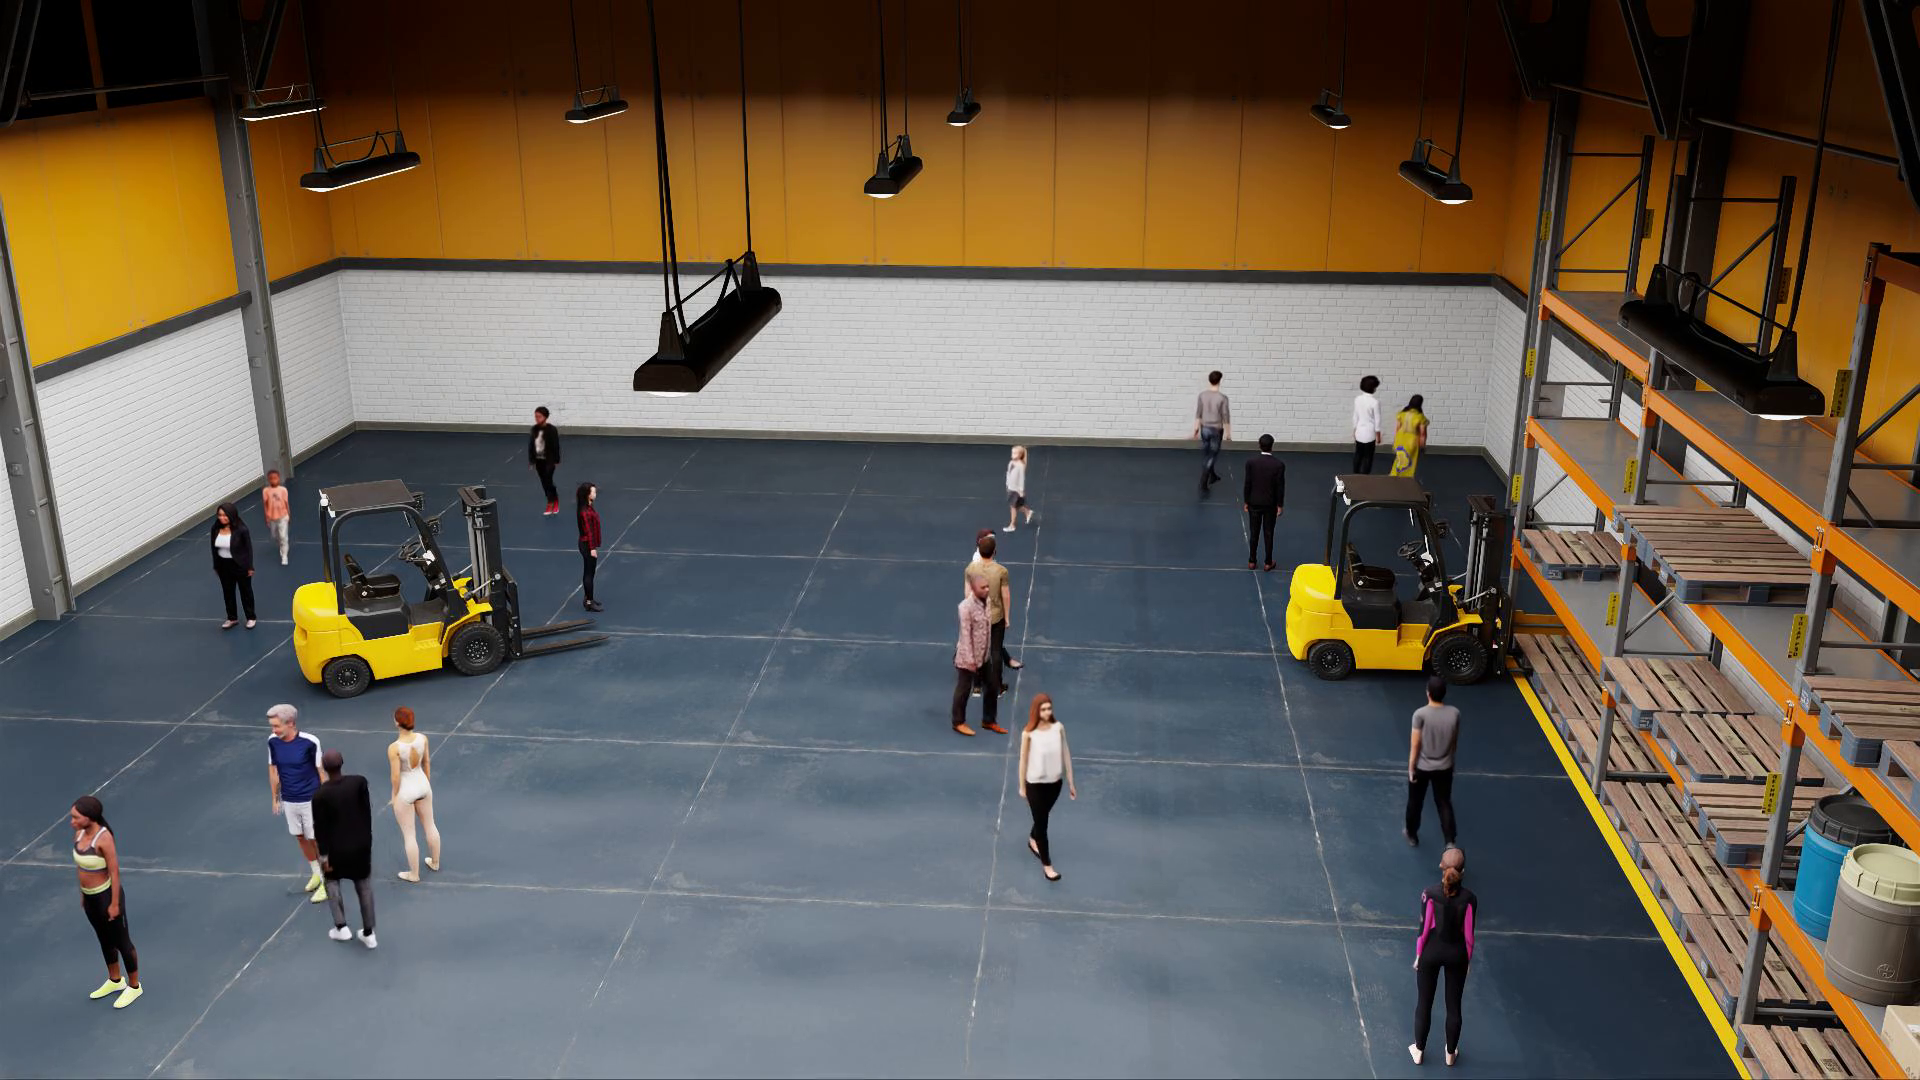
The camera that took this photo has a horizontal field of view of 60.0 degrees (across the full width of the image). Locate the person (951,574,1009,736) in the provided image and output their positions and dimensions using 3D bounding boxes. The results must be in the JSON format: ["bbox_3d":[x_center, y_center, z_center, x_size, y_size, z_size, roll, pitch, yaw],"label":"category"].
[{"bbox_3d":[0.075,1.194,17.519,0.975,1.786,0.925,16,24,39],"label":"person"}]

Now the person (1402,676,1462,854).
[{"bbox_3d":[4.294,2.071,14.993,0.696,1.737,1.047,-1,19,-4],"label":"person"}]

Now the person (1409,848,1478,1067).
[{"bbox_3d":[3.519,3.032,12.116,0.565,1.752,0.571,3,19,9],"label":"person"}]

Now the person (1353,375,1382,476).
[{"bbox_3d":[6.370,-1.695,26.060,0.781,1.809,0.714,-14,23,-36],"label":"person"}]

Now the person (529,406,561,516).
[{"bbox_3d":[-6.152,-1.209,24.843,0.653,1.666,0.649,7,20,19],"label":"person"}]

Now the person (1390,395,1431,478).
[{"bbox_3d":[6.825,-1.390,25.437,0.978,1.628,1.023,16,24,39],"label":"person"}]

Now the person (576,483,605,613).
[{"bbox_3d":[-4.707,0.082,21.026,0.710,1.655,0.564,-5,19,-15],"label":"person"}]

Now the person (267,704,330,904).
[{"bbox_3d":[-5.682,2.214,14.450,0.703,1.811,0.721,2,19,5],"label":"person"}]

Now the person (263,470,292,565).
[{"bbox_3d":[-9.374,-0.340,22.843,0.621,1.295,0.853,-4,19,-13],"label":"person"}]

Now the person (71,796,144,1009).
[{"bbox_3d":[-6.625,2.770,12.888,0.629,1.755,0.633,10,21,27],"label":"person"}]

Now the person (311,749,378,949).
[{"bbox_3d":[-4.960,2.546,13.565,0.808,1.747,0.866,-14,23,-35],"label":"person"}]

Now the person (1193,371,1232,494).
[{"bbox_3d":[3.872,-1.636,25.805,1.101,1.862,1.334,12,22,32],"label":"person"}]

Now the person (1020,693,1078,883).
[{"bbox_3d":[0.715,2.142,14.872,0.910,1.678,1.128,-8,20,-22],"label":"person"}]

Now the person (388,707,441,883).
[{"bbox_3d":[-4.831,2.224,14.682,0.675,1.644,0.565,13,22,33],"label":"person"}]

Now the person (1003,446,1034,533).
[{"bbox_3d":[0.857,-0.762,24.144,0.800,1.264,0.804,-10,21,-27],"label":"person"}]

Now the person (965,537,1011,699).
[{"bbox_3d":[0.302,0.847,18.445,0.679,1.852,0.594,4,19,11],"label":"person"}]

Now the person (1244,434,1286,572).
[{"bbox_3d":[4.085,-0.514,22.438,0.749,1.883,0.657,7,20,19],"label":"person"}]

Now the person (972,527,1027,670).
[{"bbox_3d":[0.156,0.703,19.032,0.705,1.751,0.995,3,19,9],"label":"person"}]

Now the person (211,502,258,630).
[{"bbox_3d":[-8.913,0.305,20.425,0.661,1.616,0.640,0,19,0],"label":"person"}]
